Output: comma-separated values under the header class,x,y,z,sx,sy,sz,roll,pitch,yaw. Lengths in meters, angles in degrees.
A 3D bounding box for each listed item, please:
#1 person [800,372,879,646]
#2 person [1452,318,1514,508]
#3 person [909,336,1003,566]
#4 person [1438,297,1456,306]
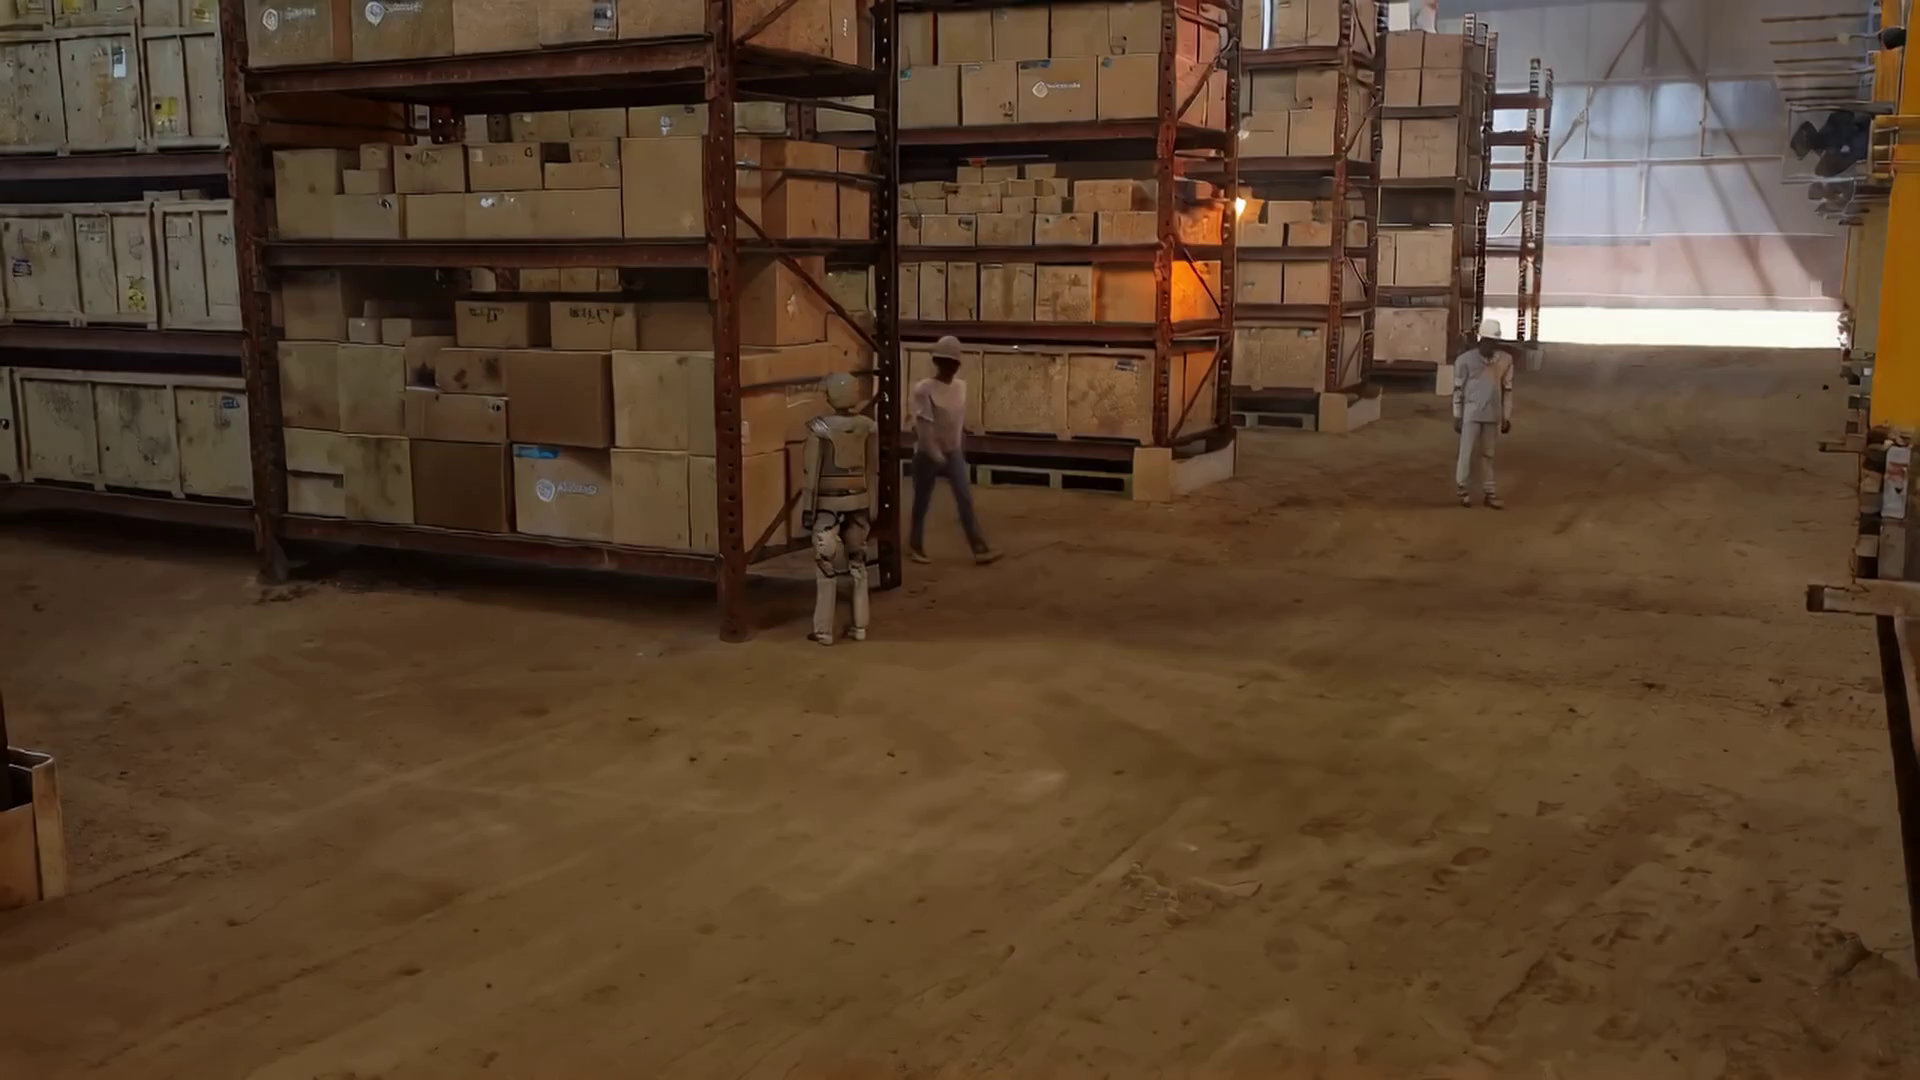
class,x,y,z,sx,sy,sz,roll,pitch,yaw
person,-0.707,-0.182,9.918,0.524,1.631,0.318,-7,12,-34
person,4.792,-1.156,15.228,0.568,1.744,0.353,-1,10,-3
person,-0.079,-0.634,12.262,0.520,1.714,0.907,-8,12,-37
person,11.074,-5.062,37.835,0.493,1.730,0.405,-5,11,-27
